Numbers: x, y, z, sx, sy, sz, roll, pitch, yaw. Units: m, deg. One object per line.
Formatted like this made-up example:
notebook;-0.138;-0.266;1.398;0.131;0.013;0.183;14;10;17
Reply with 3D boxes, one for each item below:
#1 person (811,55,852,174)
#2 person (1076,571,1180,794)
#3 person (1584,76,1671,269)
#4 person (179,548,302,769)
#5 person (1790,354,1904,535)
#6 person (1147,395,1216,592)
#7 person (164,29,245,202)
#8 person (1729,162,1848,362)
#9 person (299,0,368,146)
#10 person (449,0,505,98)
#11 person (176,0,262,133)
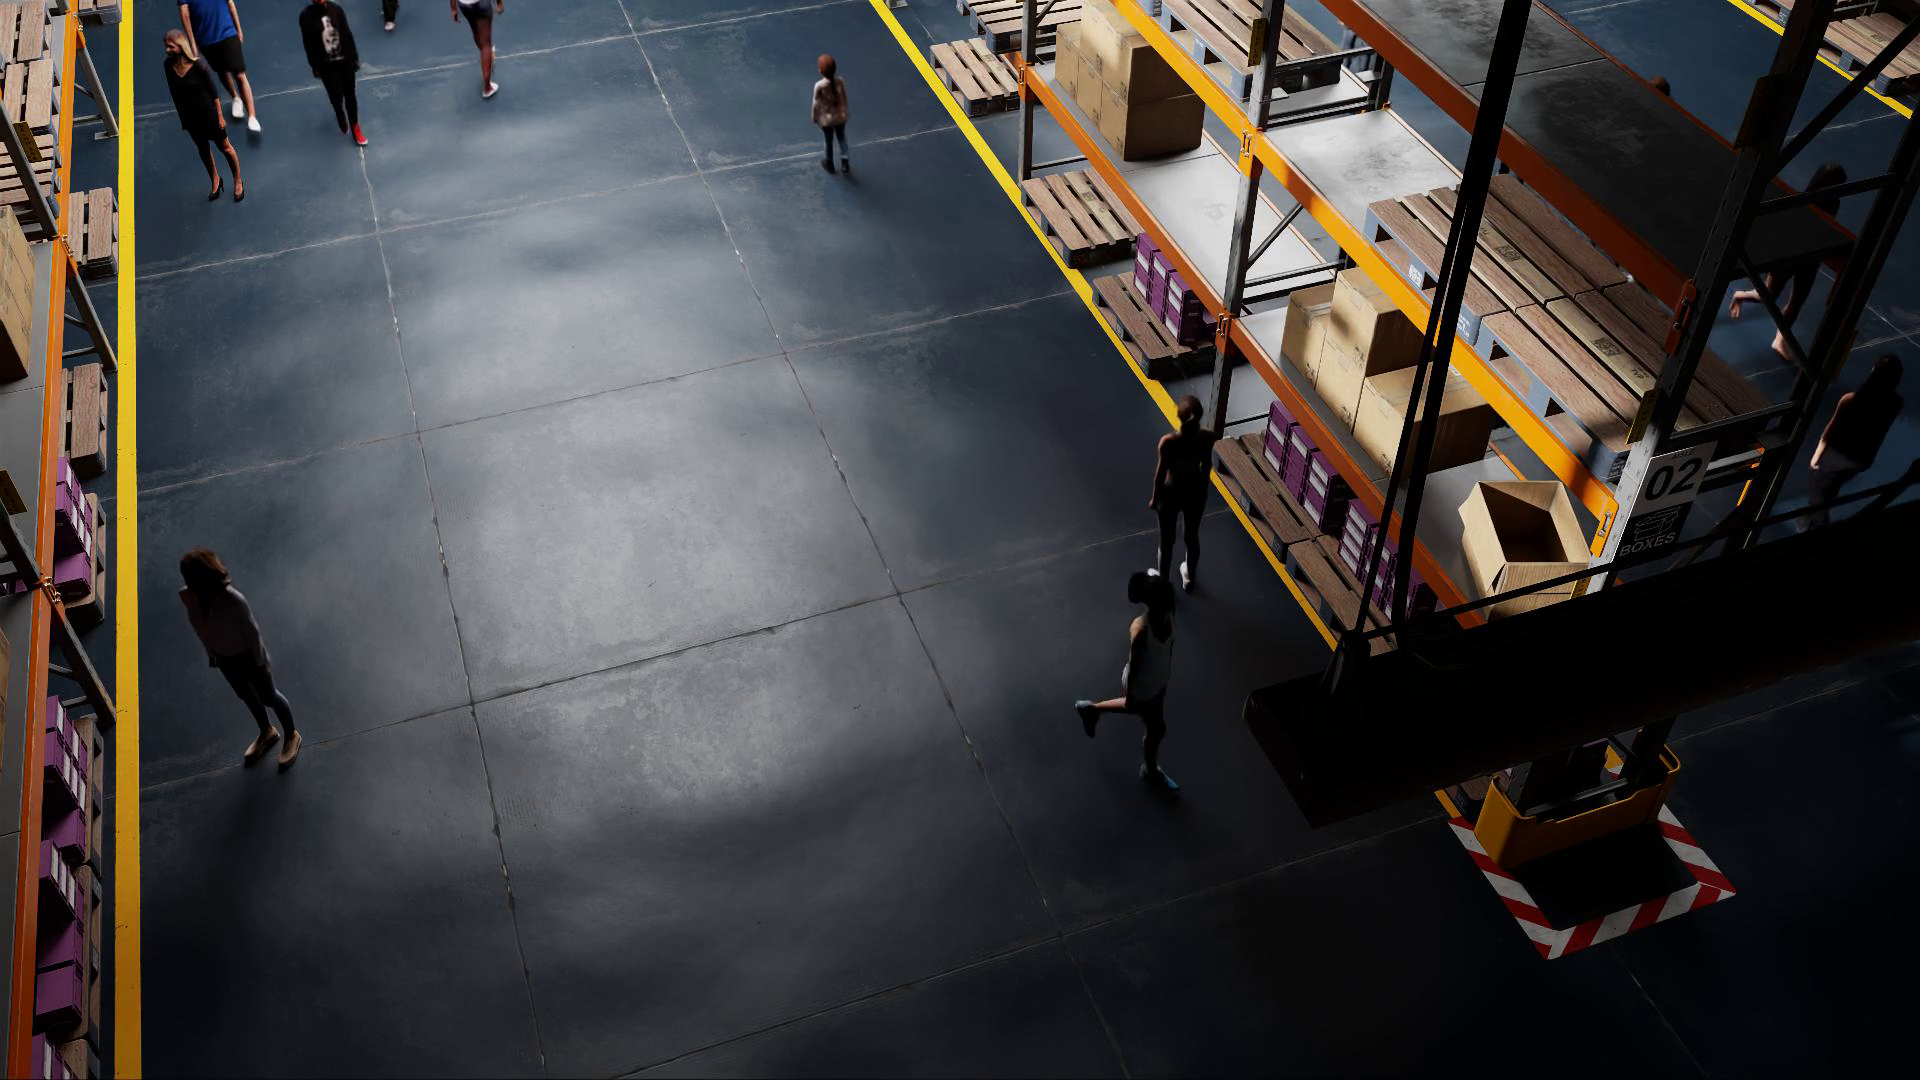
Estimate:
person;-1.179;-3.951;15.505;0.508;1.191;0.500;-14;45;-14
person;1.059;0.832;10.085;1.094;1.743;0.932;26;50;25
person;5.595;-2.945;13.954;0.902;1.875;1.008;6;44;7
person;-4.410;0.711;10.174;0.660;1.796;0.691;12;45;12
person;6.185;-0.544;11.579;0.822;1.673;1.047;2;44;3
person;1.505;-0.292;11.294;0.600;1.703;0.590;-7;44;-7
person;-6.847;-3.837;15.035;0.620;1.675;0.604;3;44;4
person;6.713;-2.310;13.421;0.638;1.690;0.934;-11;45;-11
person;-5.980;-4.582;15.825;0.697;1.664;0.761;-25;49;-24
person;-4.818;-5.224;16.482;0.895;1.687;1.186;0;44;0
person;-7.175;-4.887;16.029;0.672;1.824;1.128;-14;45;-15
